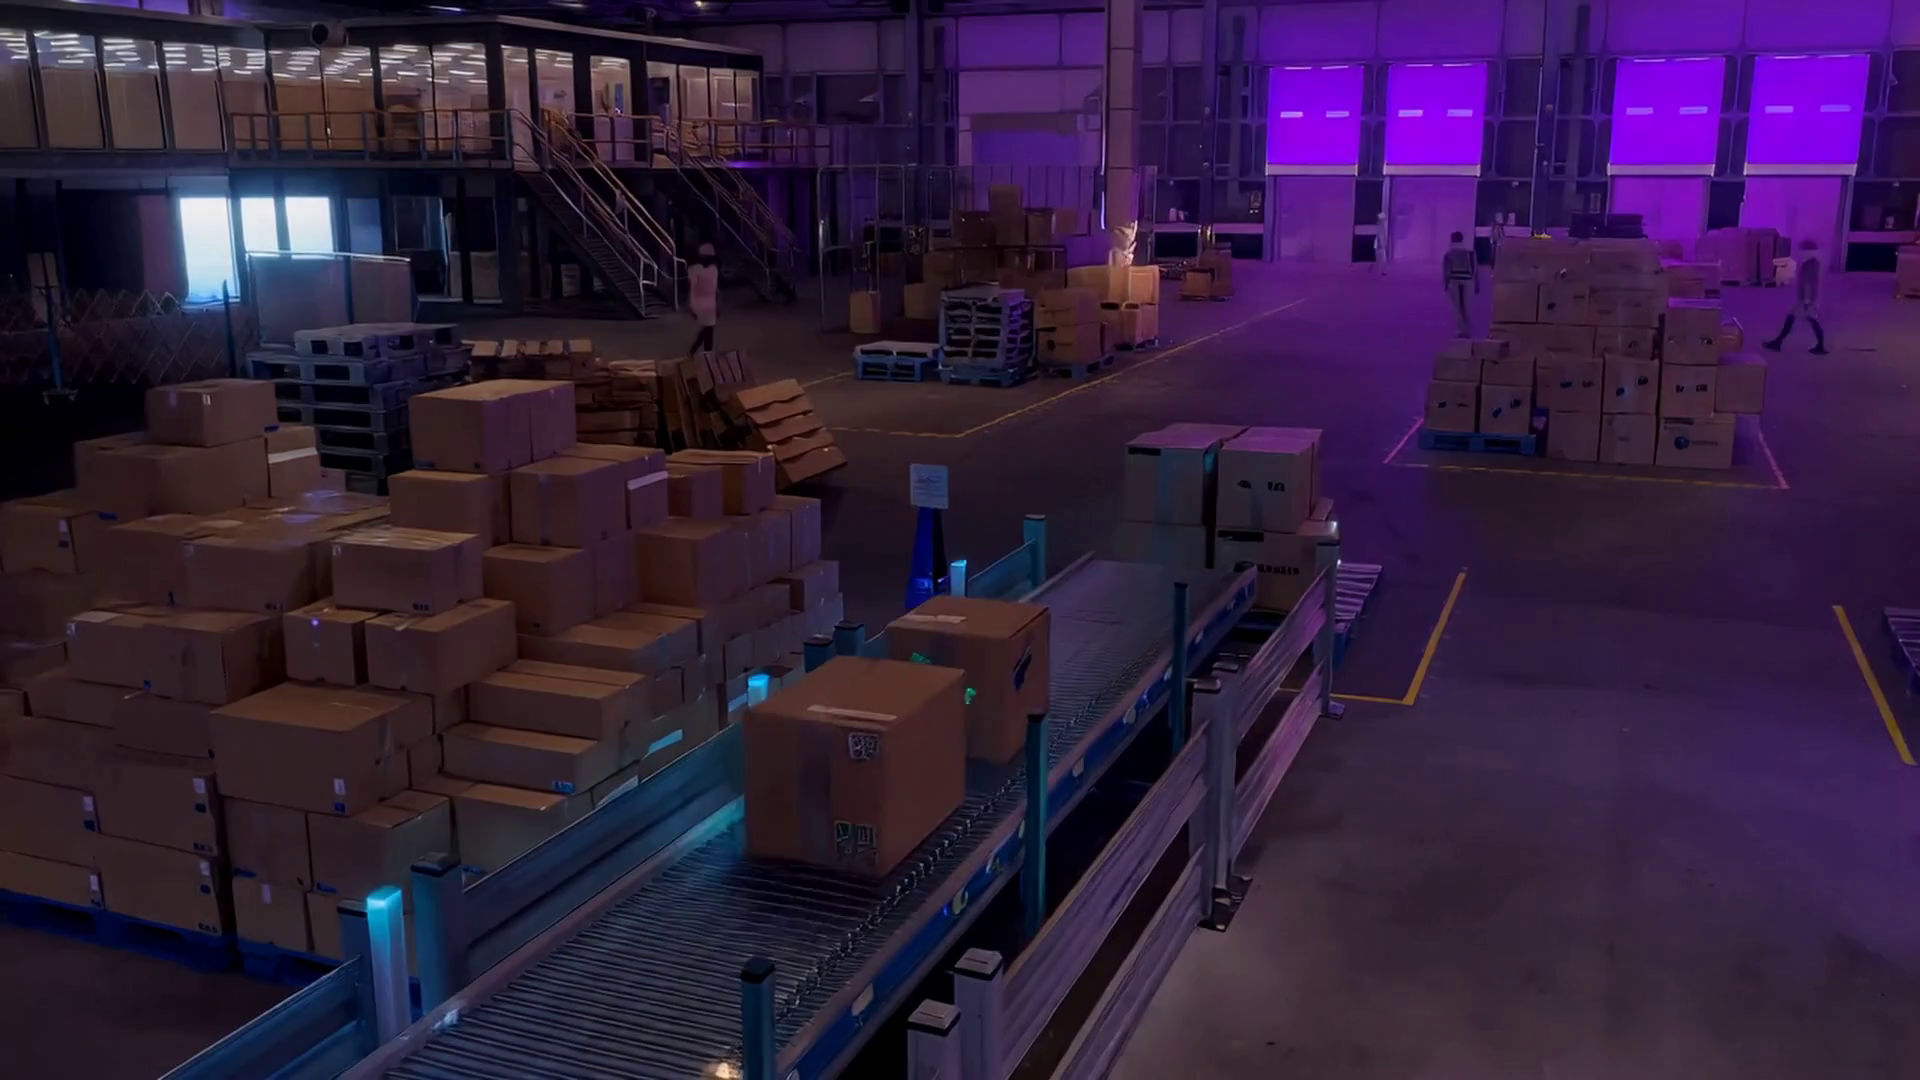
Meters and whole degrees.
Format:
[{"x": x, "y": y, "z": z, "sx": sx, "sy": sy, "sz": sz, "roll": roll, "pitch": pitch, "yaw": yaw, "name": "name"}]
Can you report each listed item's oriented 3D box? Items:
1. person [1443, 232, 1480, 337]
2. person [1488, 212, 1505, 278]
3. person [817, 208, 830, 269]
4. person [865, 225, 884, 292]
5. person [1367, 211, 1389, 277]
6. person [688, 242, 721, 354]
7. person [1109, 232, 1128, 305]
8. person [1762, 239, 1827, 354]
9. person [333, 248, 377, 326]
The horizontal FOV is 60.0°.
[{"x": 9.114, "y": -4.652, "z": 30.288, "sx": 0.651, "sy": 1.895, "sz": 0.628, "roll": 5, "pitch": 14, "yaw": 23, "name": "person"}, {"x": 15.065, "y": -8.289, "z": 46.719, "sx": 0.429, "sy": 1.844, "sz": 0.622, "roll": 2, "pitch": 13, "yaw": 7, "name": "person"}, {"x": -4.205, "y": -9.180, "z": 50.703, "sx": 0.506, "sy": 1.846, "sz": 0.351, "roll": -9, "pitch": 15, "yaw": -34, "name": "person"}, {"x": -1.747, "y": -5.425, "z": 33.724, "sx": 0.397, "sy": 1.911, "sz": 0.587, "roll": 0, "pitch": 13, "yaw": 2, "name": "person"}, {"x": 11.906, "y": -8.408, "z": 47.238, "sx": 0.517, "sy": 1.853, "sz": 0.694, "roll": -12, "pitch": 17, "yaw": -42, "name": "person"}, {"x": -3.867, "y": -3.573, "z": 25.377, "sx": 0.403, "sy": 1.920, "sz": 0.575, "roll": 11, "pitch": 17, "yaw": 41, "name": "person"}, {"x": 3.014, "y": -4.769, "z": 30.865, "sx": 0.602, "sy": 1.865, "sz": 0.615, "roll": -3, "pitch": 13, "yaw": -13, "name": "person"}, {"x": 13.921, "y": -4.019, "z": 27.481, "sx": 0.552, "sy": 1.885, "sz": 1.008, "roll": -11, "pitch": 17, "yaw": -41, "name": "person"}, {"x": -8.799, "y": -3.299, "z": 24.238, "sx": 0.578, "sy": 1.881, "sz": 0.346, "roll": -7, "pitch": 14, "yaw": -27, "name": "person"}]
